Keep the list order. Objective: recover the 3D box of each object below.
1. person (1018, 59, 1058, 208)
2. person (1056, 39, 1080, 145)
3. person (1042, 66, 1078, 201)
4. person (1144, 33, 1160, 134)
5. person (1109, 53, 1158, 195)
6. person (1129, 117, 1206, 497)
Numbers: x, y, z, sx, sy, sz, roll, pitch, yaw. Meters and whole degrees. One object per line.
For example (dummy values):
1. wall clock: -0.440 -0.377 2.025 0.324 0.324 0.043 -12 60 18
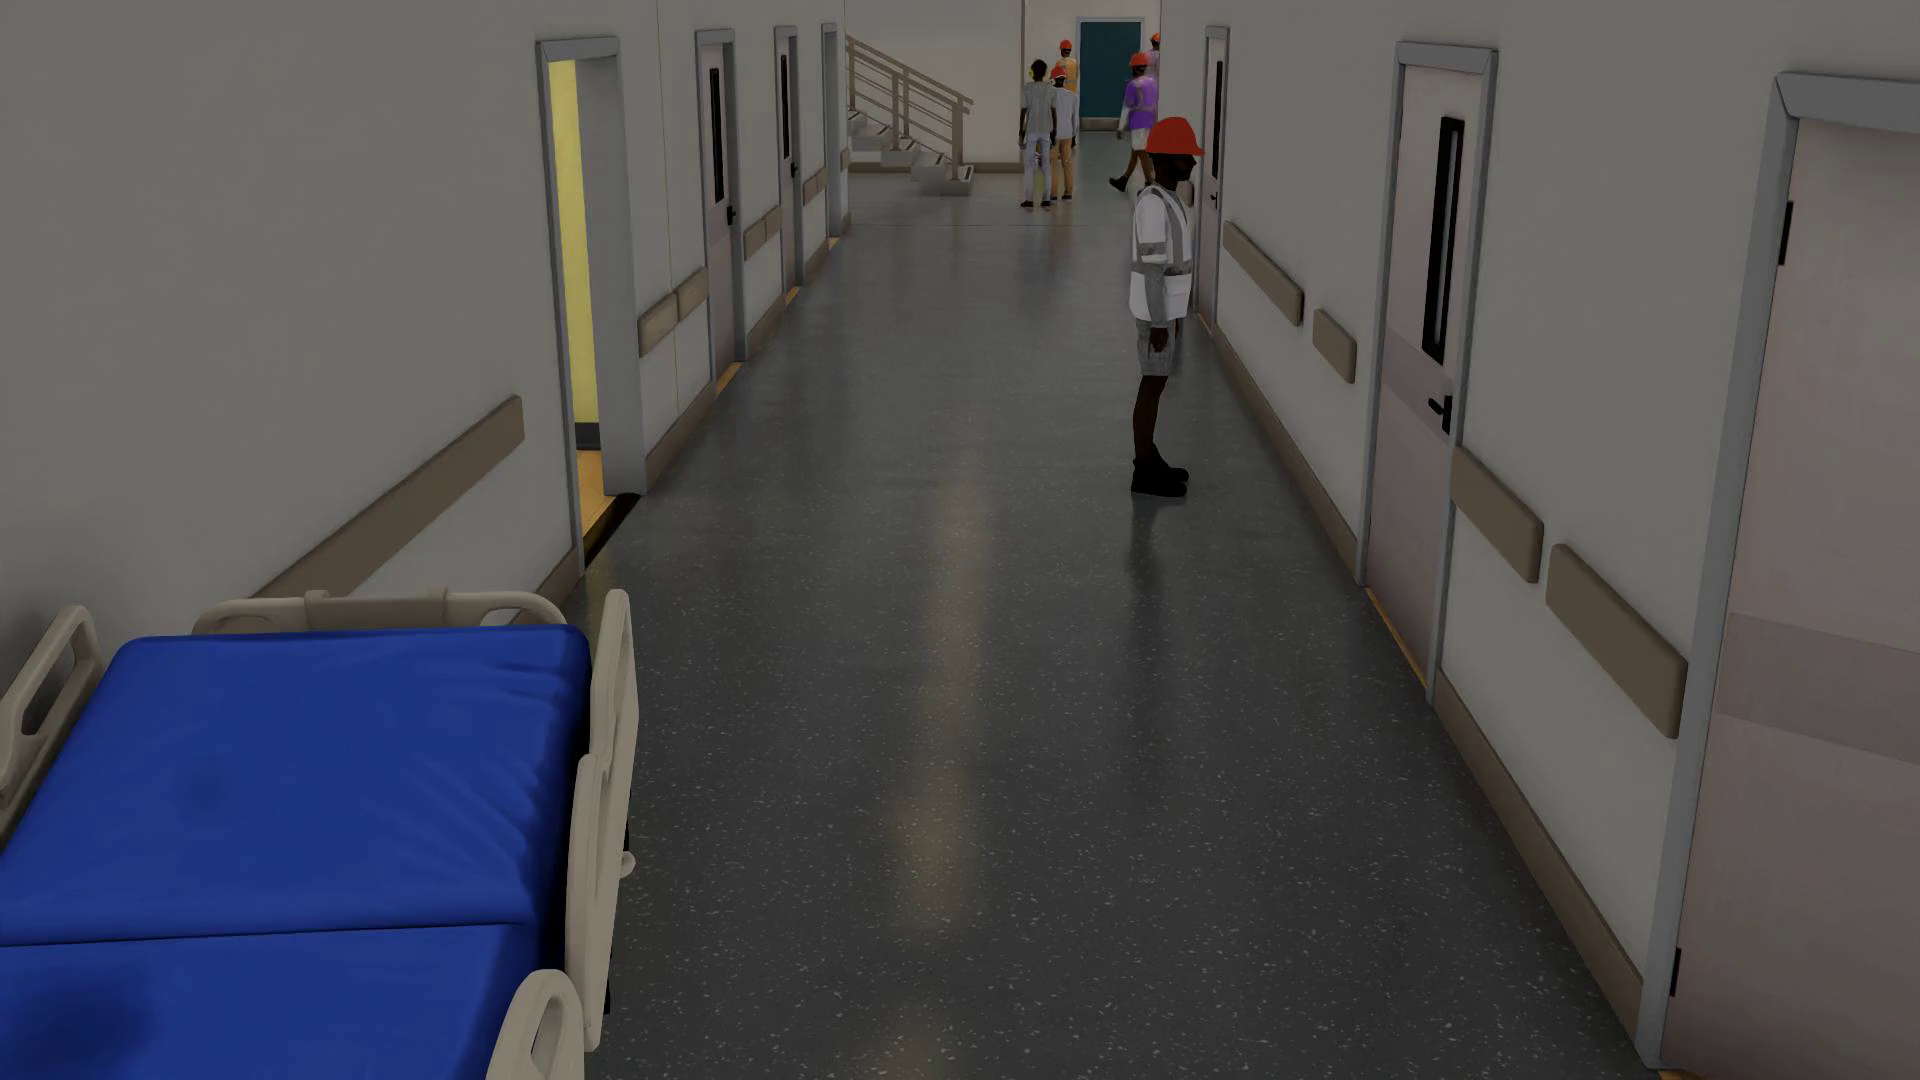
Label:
1. person: 1.001 -5.212 21.371 0.512 1.865 0.324 -4 18 -12
2. person: 1.980 -8.375 31.179 0.545 1.939 0.373 -13 22 -35
3. person: 1.295 -5.395 22.114 0.573 1.749 0.343 -10 20 -29
4. person: 3.956 -9.234 33.740 0.409 2.029 0.614 -10 20 -29
5. person: 2.368 -5.686 22.797 0.574 1.892 0.947 -16 24 -42
6. person: 1.062 -1.202 8.642 0.356 1.938 0.543 4 18 11
